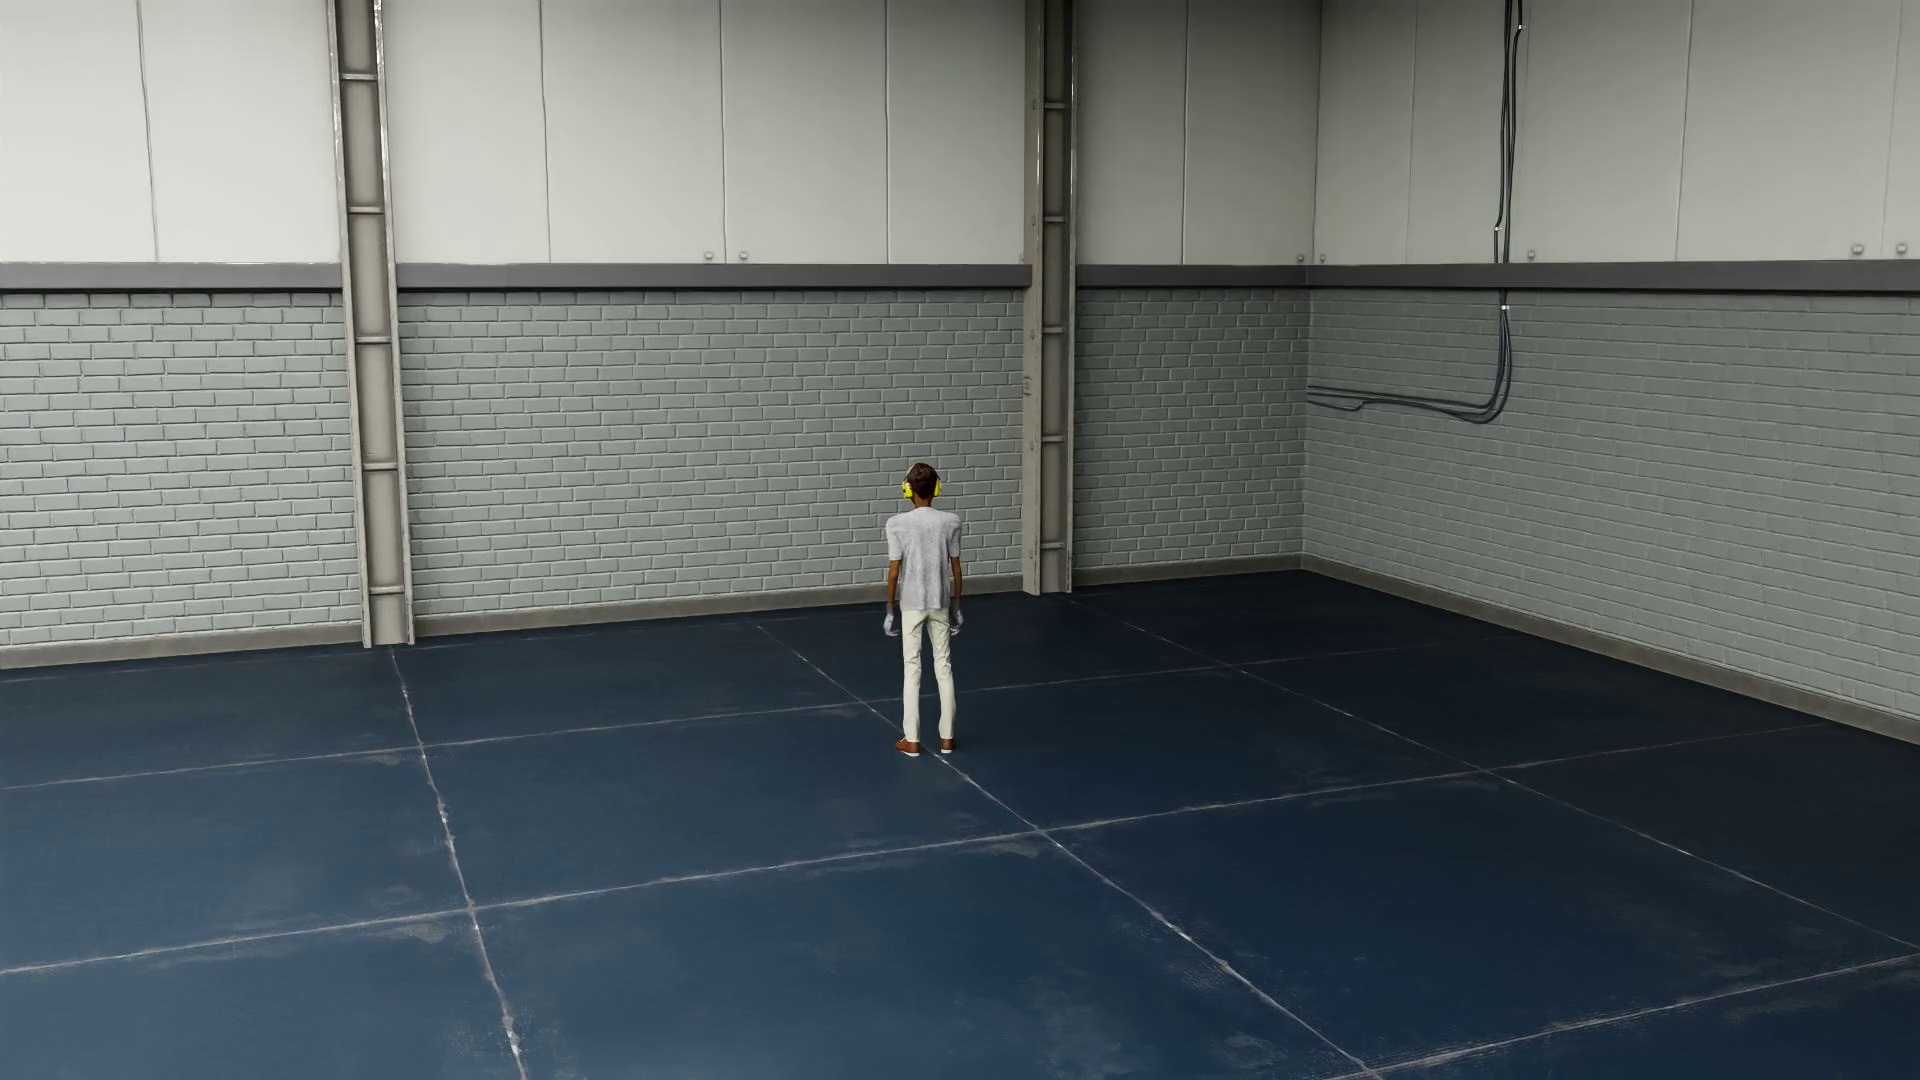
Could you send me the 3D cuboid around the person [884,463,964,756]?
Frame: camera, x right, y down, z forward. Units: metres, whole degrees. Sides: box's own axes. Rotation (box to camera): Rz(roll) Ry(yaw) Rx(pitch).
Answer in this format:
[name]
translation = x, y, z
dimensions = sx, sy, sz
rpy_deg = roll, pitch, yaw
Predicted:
[person]
translation = -0.228, 0.440, 10.521
dimensions = 0.511, 1.861, 0.329
rpy_deg = -2, 9, -14
